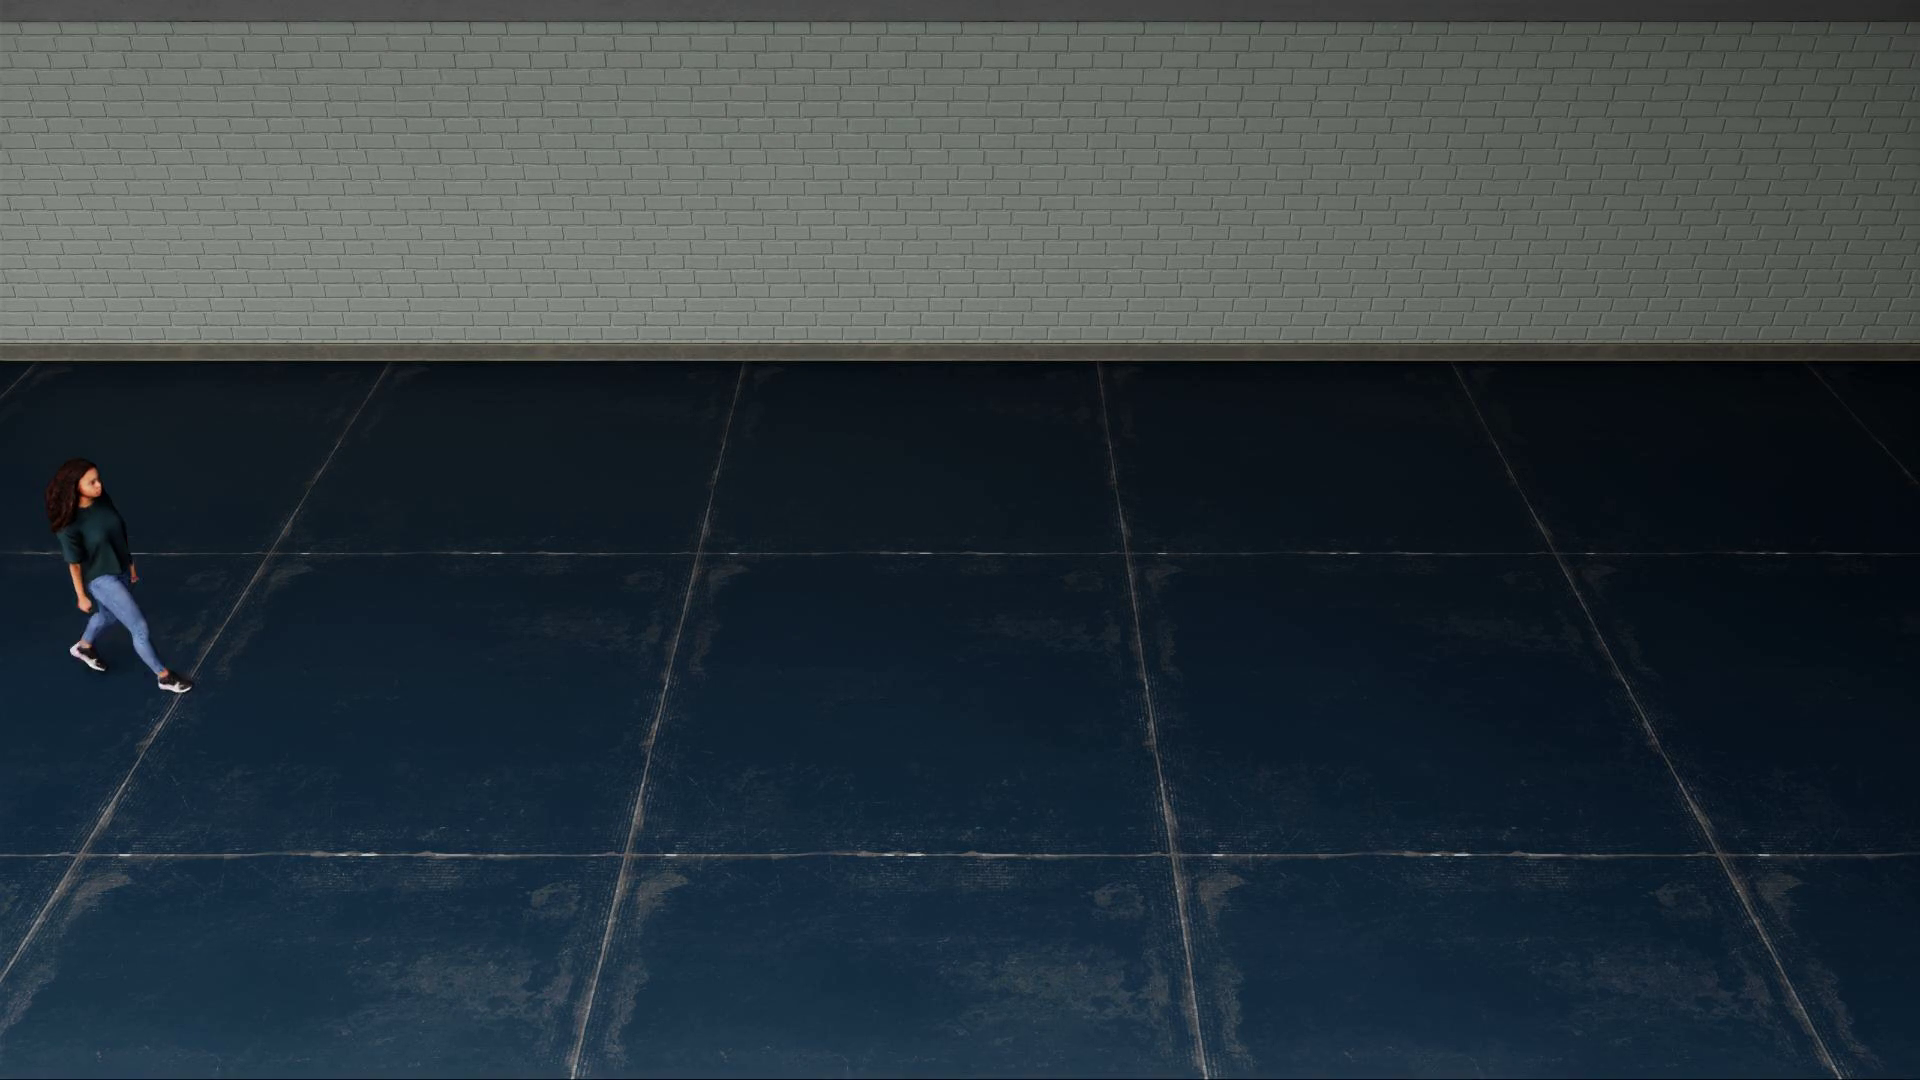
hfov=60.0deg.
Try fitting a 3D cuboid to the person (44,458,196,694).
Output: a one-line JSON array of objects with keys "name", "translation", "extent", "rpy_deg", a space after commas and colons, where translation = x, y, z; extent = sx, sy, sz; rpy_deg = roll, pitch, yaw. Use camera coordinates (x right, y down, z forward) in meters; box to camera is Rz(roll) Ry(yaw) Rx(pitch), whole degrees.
[{"name": "person", "translation": [-5.190, 0.221, 9.992], "extent": [0.799, 1.575, 1.079], "rpy_deg": [6, 34, 10]}]
